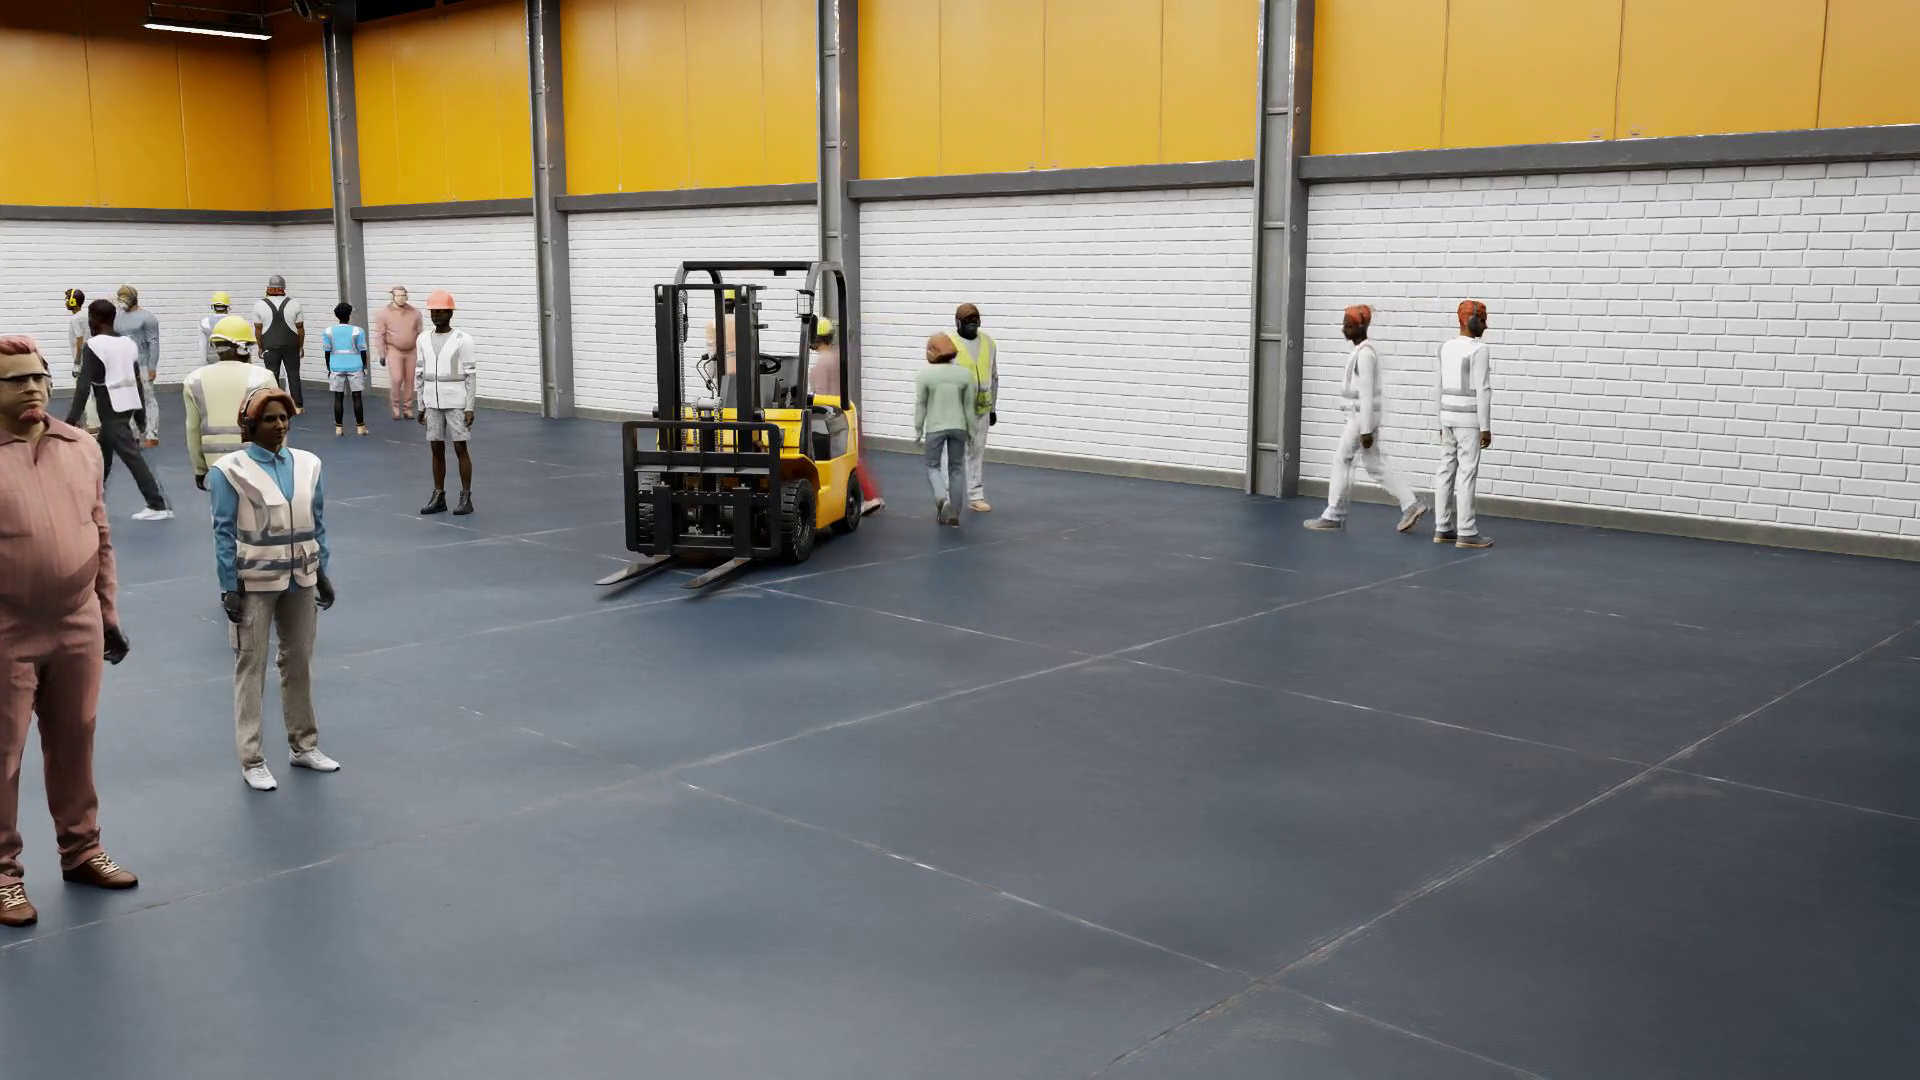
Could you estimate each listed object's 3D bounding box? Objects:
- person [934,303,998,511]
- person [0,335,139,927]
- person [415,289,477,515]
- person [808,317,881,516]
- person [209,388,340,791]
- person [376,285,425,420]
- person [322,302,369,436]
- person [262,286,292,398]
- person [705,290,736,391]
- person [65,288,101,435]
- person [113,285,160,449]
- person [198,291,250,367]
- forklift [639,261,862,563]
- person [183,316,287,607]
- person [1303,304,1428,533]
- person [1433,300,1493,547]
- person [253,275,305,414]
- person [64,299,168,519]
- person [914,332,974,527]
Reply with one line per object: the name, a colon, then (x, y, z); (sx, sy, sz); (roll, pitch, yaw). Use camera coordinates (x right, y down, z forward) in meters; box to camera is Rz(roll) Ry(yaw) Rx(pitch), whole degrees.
person: (0.053, -1.135, 14.445); (0.632, 1.834, 0.433); (-5, 11, -29)
person: (-3.051, 0.283, 5.491); (0.409, 1.909, 0.639); (5, 11, 28)
person: (-4.443, -1.180, 14.351); (0.550, 1.942, 0.346); (2, 9, 11)
person: (-1.094, -1.045, 14.208); (0.904, 1.723, 0.528); (3, 10, 18)
person: (-2.827, 0.192, 6.865); (0.308, 1.640, 0.511); (6, 11, 32)
person: (-7.806, -2.622, 23.373); (0.647, 1.889, 0.584); (-7, 12, -38)
person: (-7.783, -2.160, 21.108); (0.541, 1.696, 0.315); (-2, 9, -10)
person: (-10.979, -3.160, 26.709); (0.532, 1.870, 0.319); (-7, 12, -37)
person: (-2.593, -1.886, 18.752); (0.591, 1.916, 0.389); (-5, 11, -29)
person: (-11.190, -2.259, 21.182); (0.335, 1.873, 0.519); (-2, 9, -10)
person: (-9.746, -2.041, 19.662); (0.627, 1.933, 0.372); (3, 10, 17)
person: (-9.387, -2.253, 21.265); (0.586, 1.833, 0.403); (-4, 10, -21)
forklift: (-1.552, -1.040, 12.721); (1.214, 2.155, 2.313); (2, 9, 11)
person: (-4.520, -0.487, 10.456); (0.587, 1.826, 0.404); (-1, 9, -3)
person: (3.281, -0.958, 13.291); (0.920, 1.851, 0.601); (3, 10, 16)
person: (3.856, -0.882, 12.729); (0.355, 1.875, 0.572); (-4, 10, -21)
person: (-9.923, -2.850, 24.284); (0.683, 2.000, 0.537); (-4, 10, -21)
person: (-7.214, -1.093, 14.061); (1.043, 1.860, 0.598); (0, 9, 3)
person: (-0.106, -0.880, 13.516); (0.531, 1.618, 0.478); (-3, 10, -15)
